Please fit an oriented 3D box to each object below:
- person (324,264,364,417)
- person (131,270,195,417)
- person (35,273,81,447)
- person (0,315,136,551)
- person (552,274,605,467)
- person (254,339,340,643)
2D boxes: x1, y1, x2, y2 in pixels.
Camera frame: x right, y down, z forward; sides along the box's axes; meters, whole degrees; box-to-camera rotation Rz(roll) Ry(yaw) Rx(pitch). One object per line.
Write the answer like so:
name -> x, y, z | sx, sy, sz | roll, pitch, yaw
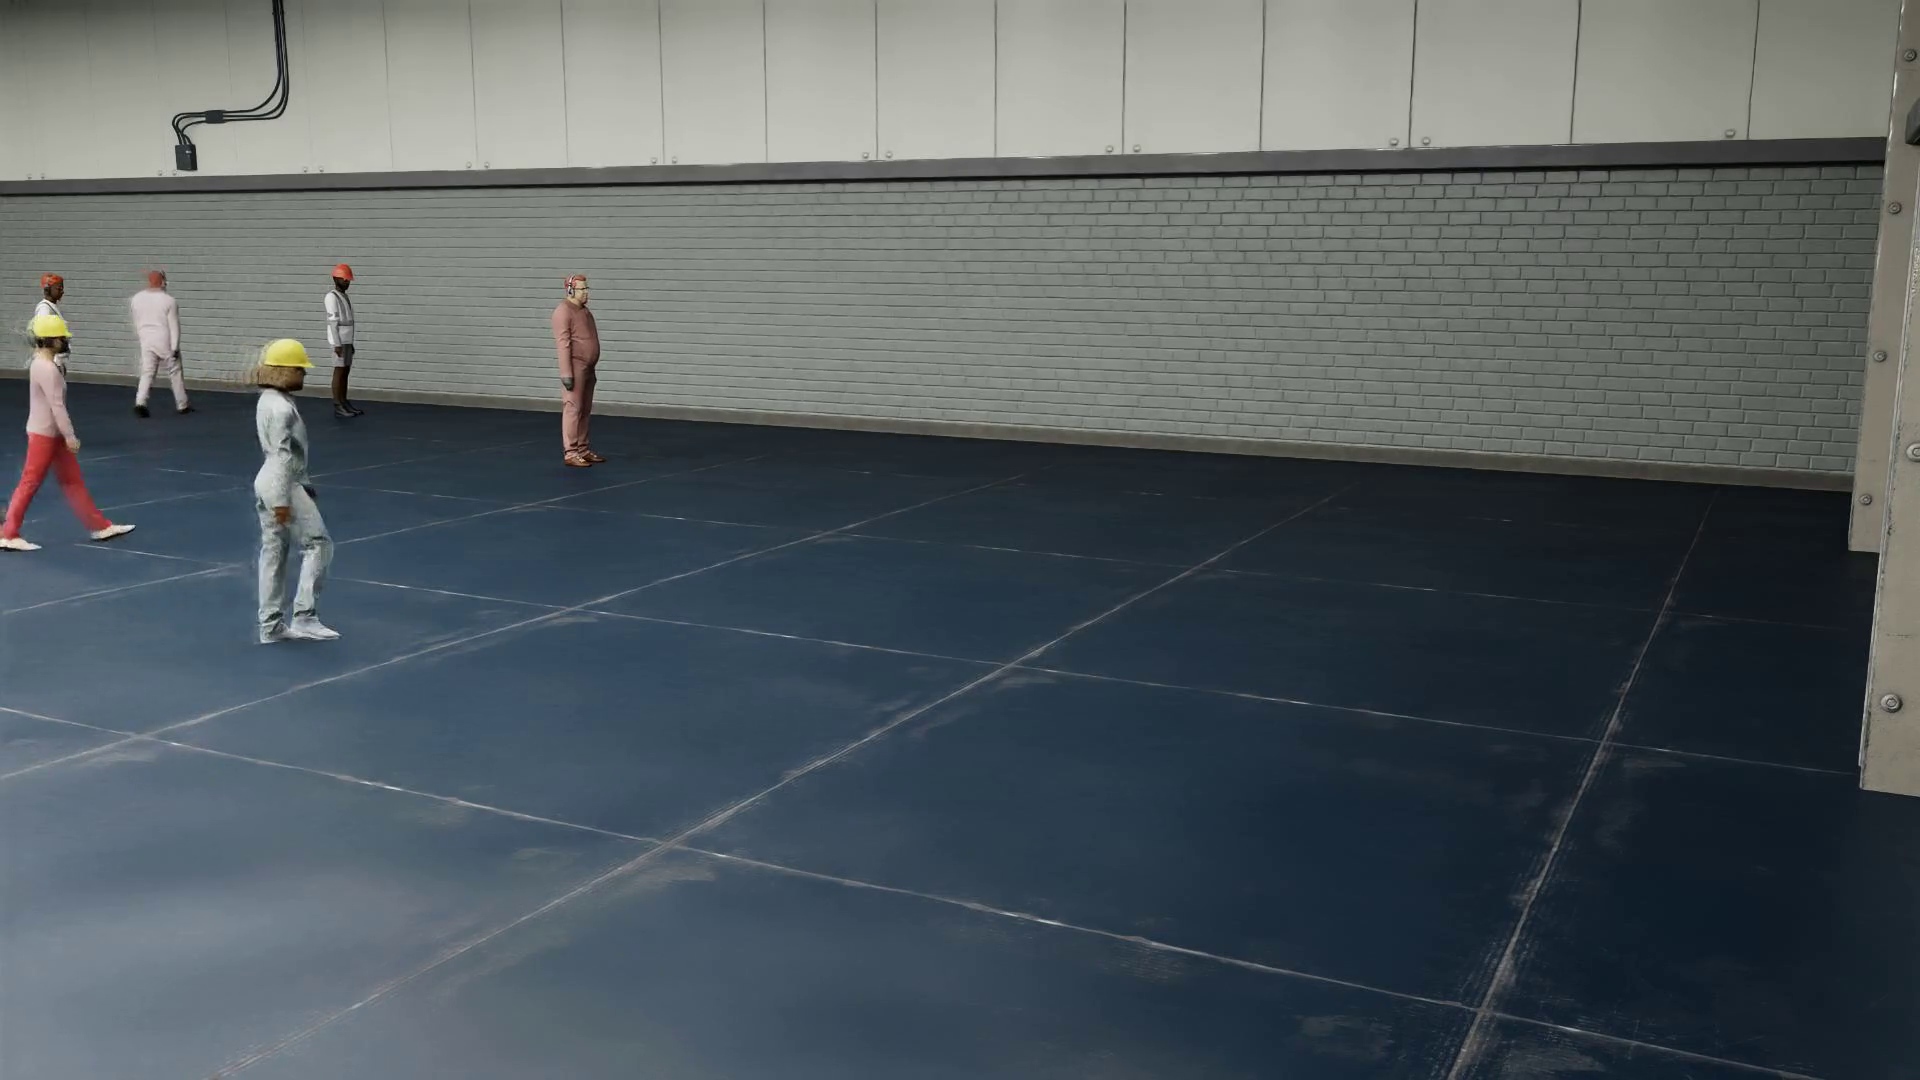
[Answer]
person -> -7.815, -2.524, 21.109 | 0.375, 1.931, 0.542 | 0, 10, -1
person -> -10.205, -2.501, 21.161 | 0.643, 1.869, 0.937 | 1, 10, 5
person -> -9.796, -1.935, 18.016 | 0.354, 1.886, 0.572 | -5, 11, -24
person -> -6.649, -0.785, 12.215 | 0.922, 1.713, 0.543 | -6, 12, -30
person -> -3.796, -1.690, 16.627 | 0.409, 1.906, 0.652 | 2, 11, 10
person -> -3.765, -0.268, 9.391 | 0.540, 1.720, 0.486 | -8, 13, -36
